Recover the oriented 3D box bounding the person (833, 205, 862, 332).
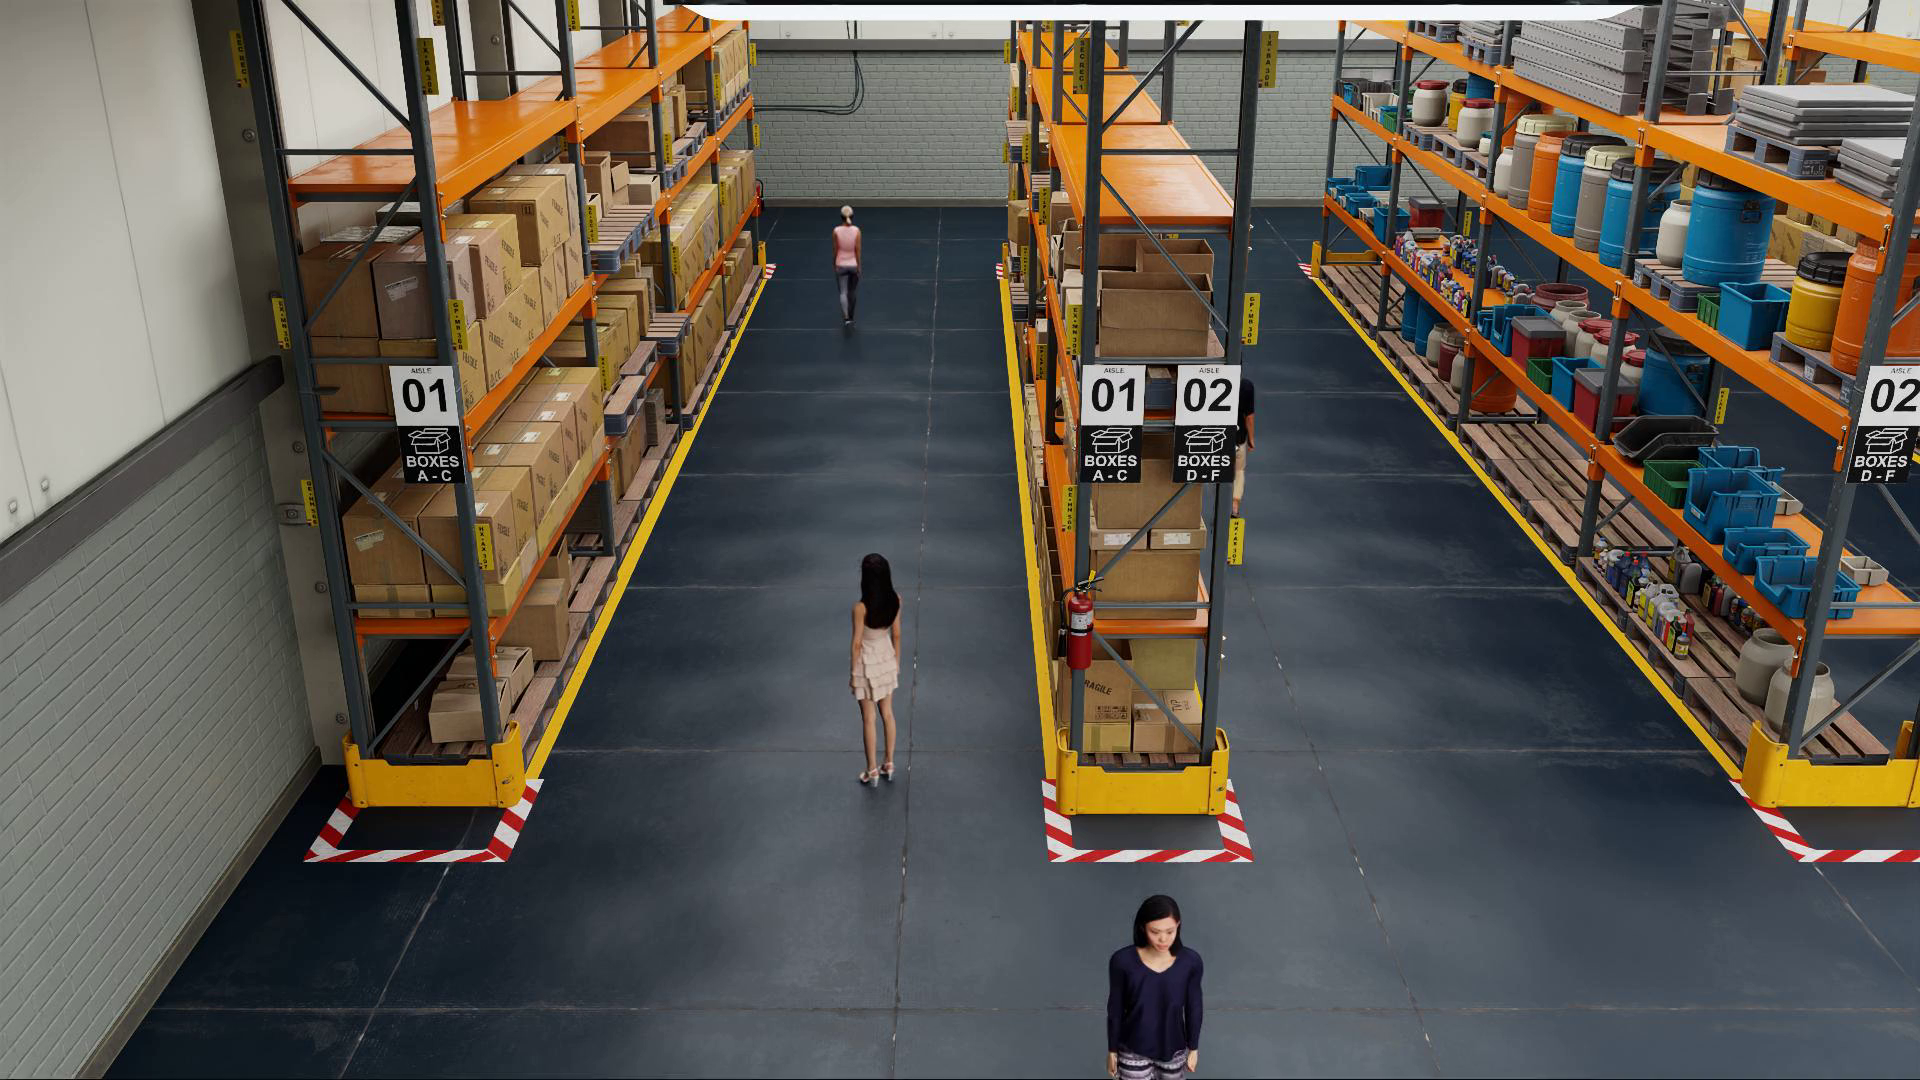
[{"bbox_3d":[-1.573,-3.759,23.146,0.621,1.695,1.132,-2,22,-6],"label":"person"}]

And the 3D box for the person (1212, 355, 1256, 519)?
[{"bbox_3d":[2.604,-0.937,16.047,0.674,1.844,0.762,1,22,3],"label":"person"}]

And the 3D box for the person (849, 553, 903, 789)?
[{"bbox_3d":[-0.585,0.916,11.663,0.654,1.734,0.692,-16,27,-34],"label":"person"}]

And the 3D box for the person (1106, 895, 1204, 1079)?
[{"bbox_3d":[0.918,2.393,8.069,0.612,1.721,0.773,0,22,1],"label":"person"}]
